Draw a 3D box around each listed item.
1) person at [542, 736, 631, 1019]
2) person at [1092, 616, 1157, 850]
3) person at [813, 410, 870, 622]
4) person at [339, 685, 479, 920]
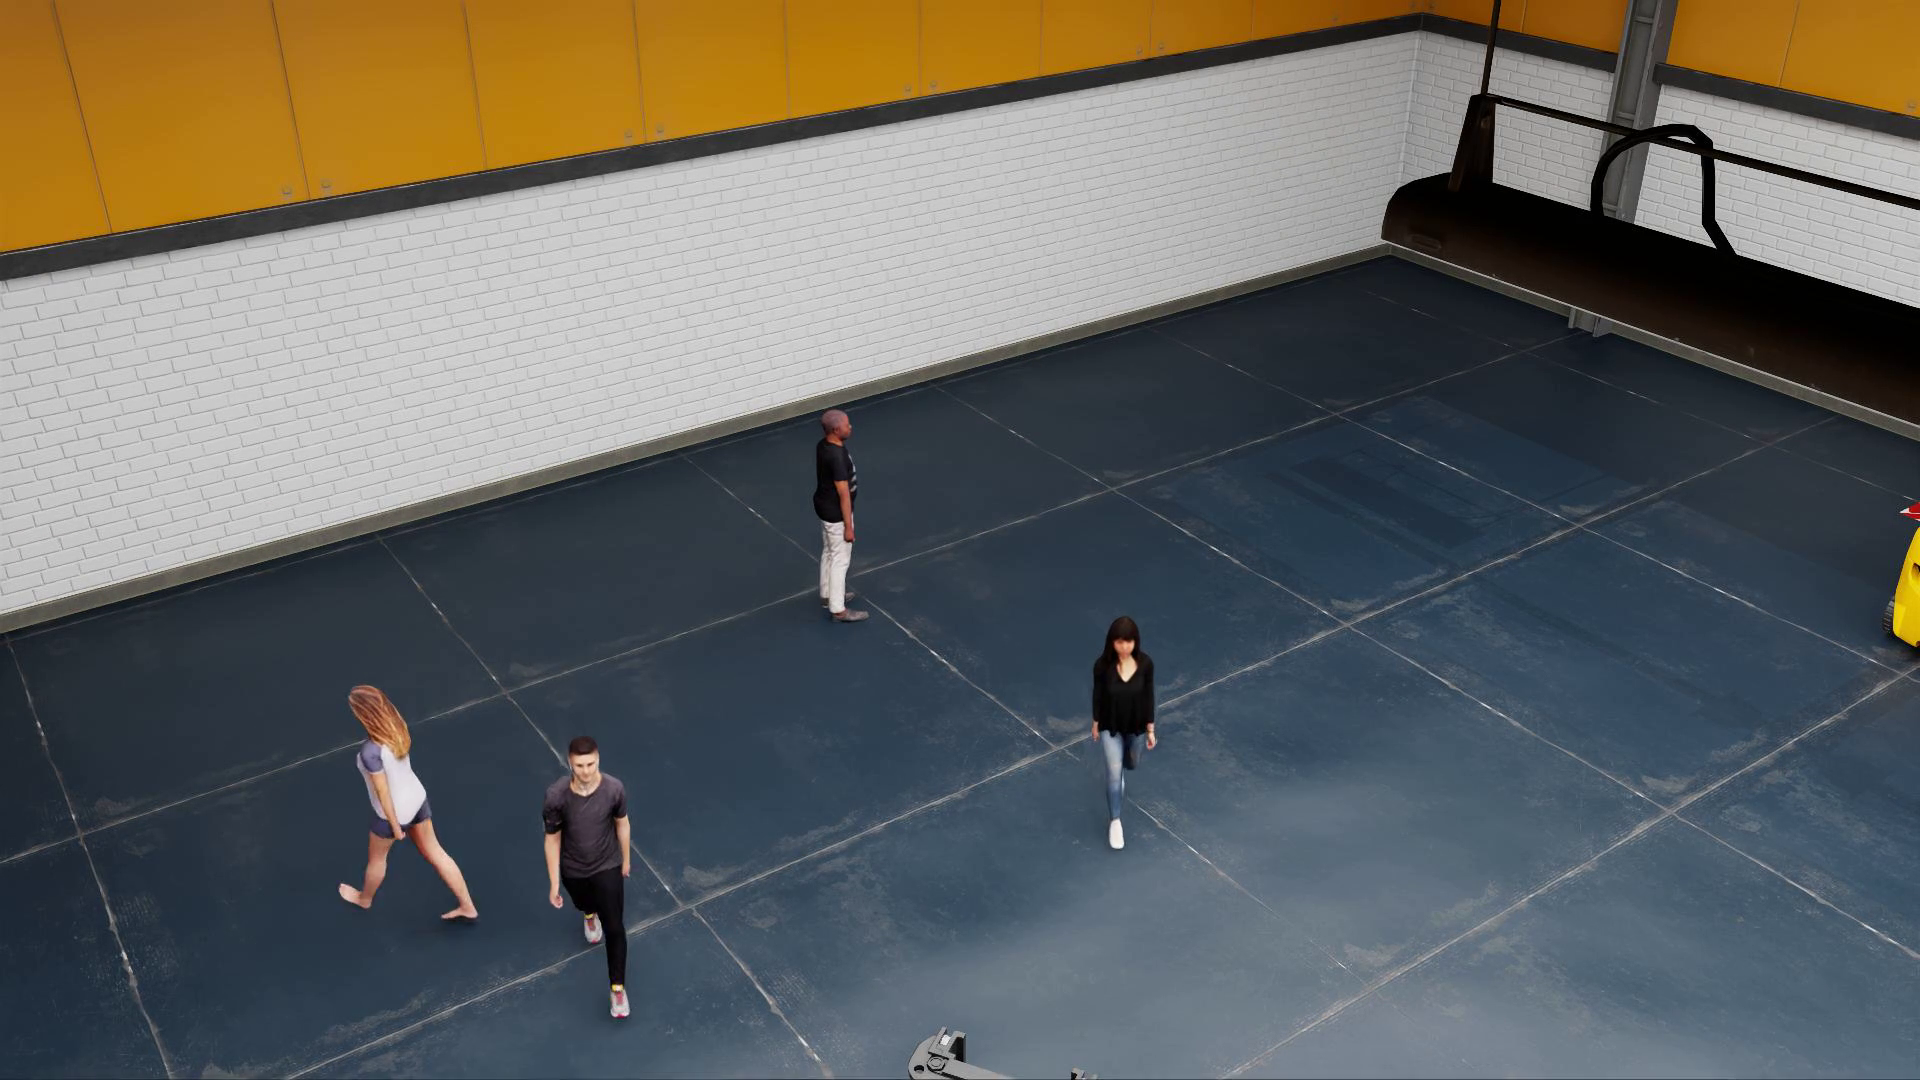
[{"bbox_3d":[-2.154,1.845,9.668,0.972,1.724,1.267,-5,29,-10],"label":"person"},{"bbox_3d":[1.078,1.175,10.996,0.879,1.627,1.074,-3,29,-5],"label":"person"},{"bbox_3d":[-1.001,-0.214,13.360,0.779,1.804,0.610,-10,30,-18],"label":"person"},{"bbox_3d":[-3.302,1.653,10.083,1.169,1.664,1.043,7,29,12],"label":"person"}]
